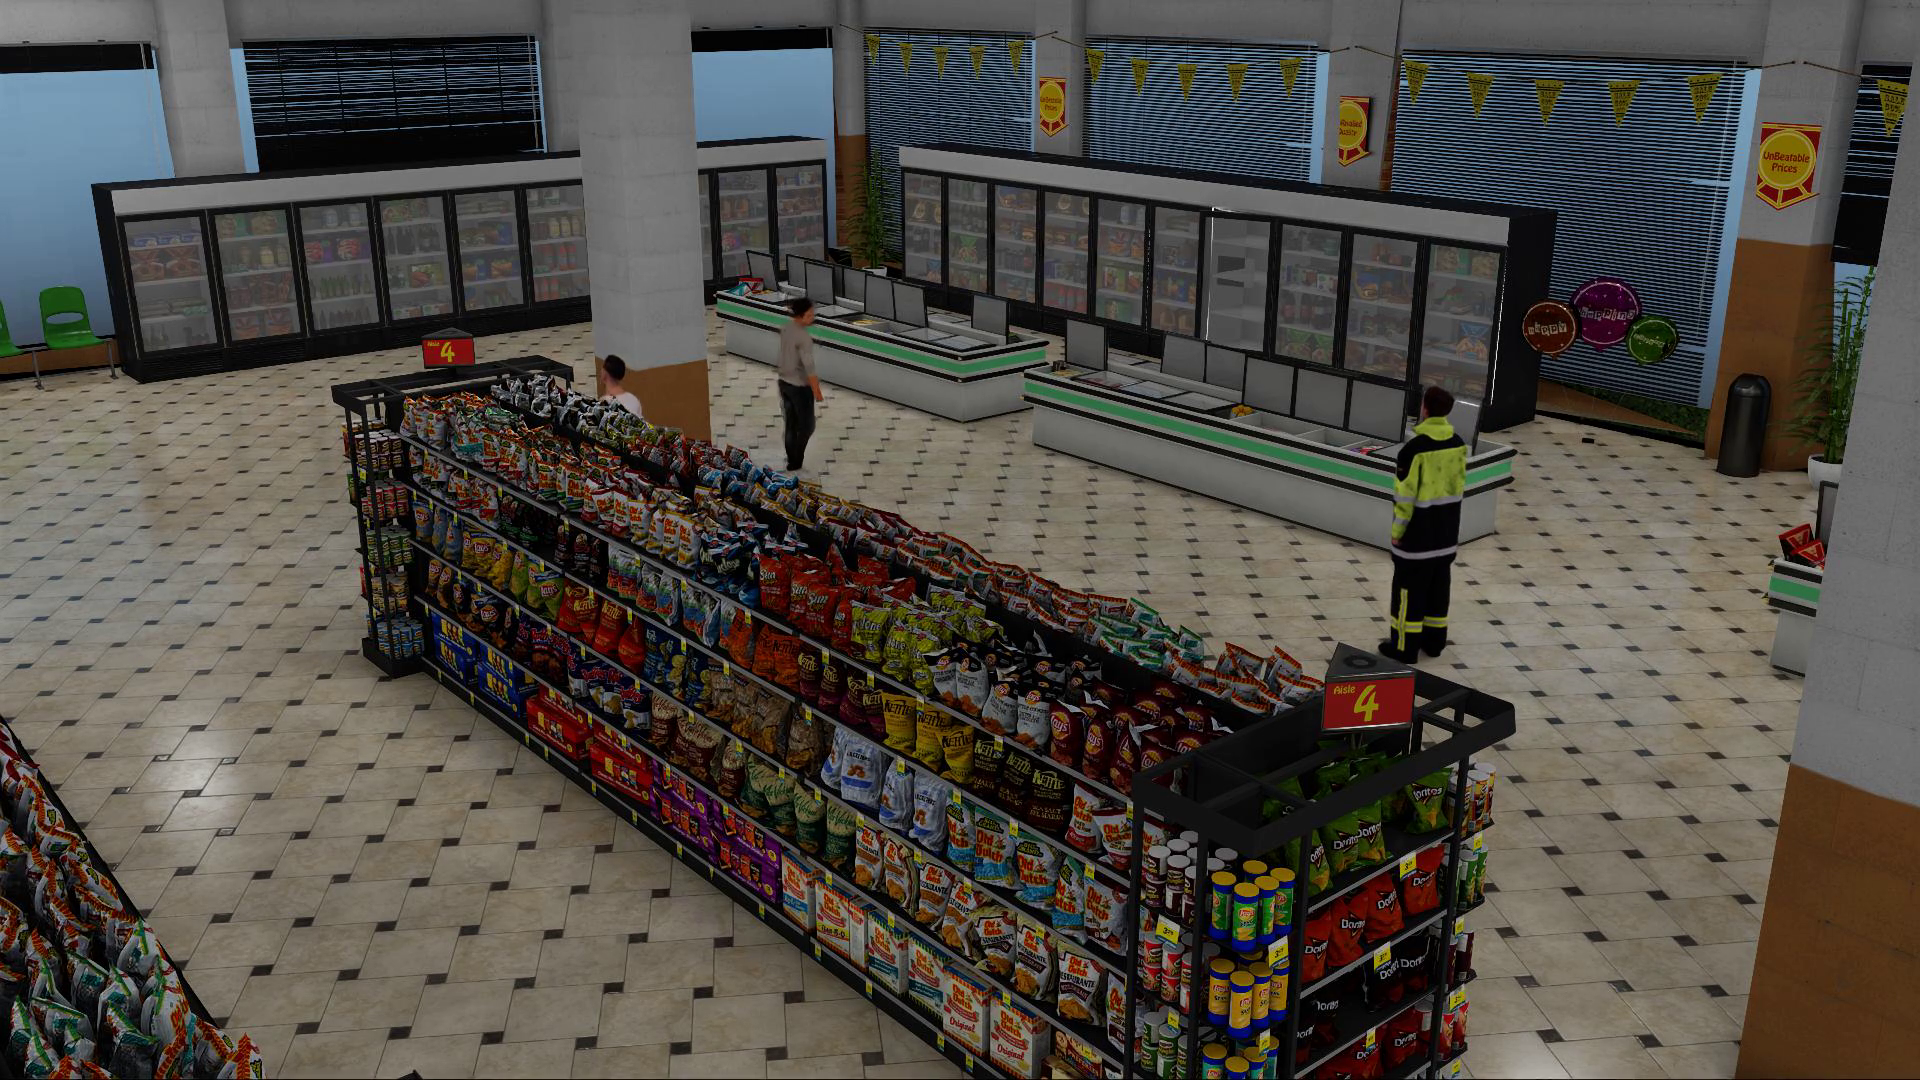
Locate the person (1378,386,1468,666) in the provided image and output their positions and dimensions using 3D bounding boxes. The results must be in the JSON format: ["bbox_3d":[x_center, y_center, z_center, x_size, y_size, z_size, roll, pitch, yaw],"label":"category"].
[{"bbox_3d":[3.280,-0.111,11.708,0.806,1.982,0.689,-11,22,-30],"label":"person"}]

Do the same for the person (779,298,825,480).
[{"bbox_3d":[-1.611,-1.488,16.123,0.537,1.770,0.800,15,24,37],"label":"person"}]

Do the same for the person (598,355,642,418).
[{"bbox_3d":[-2.701,-0.551,13.261,1.042,1.823,0.822,14,23,35],"label":"person"}]
